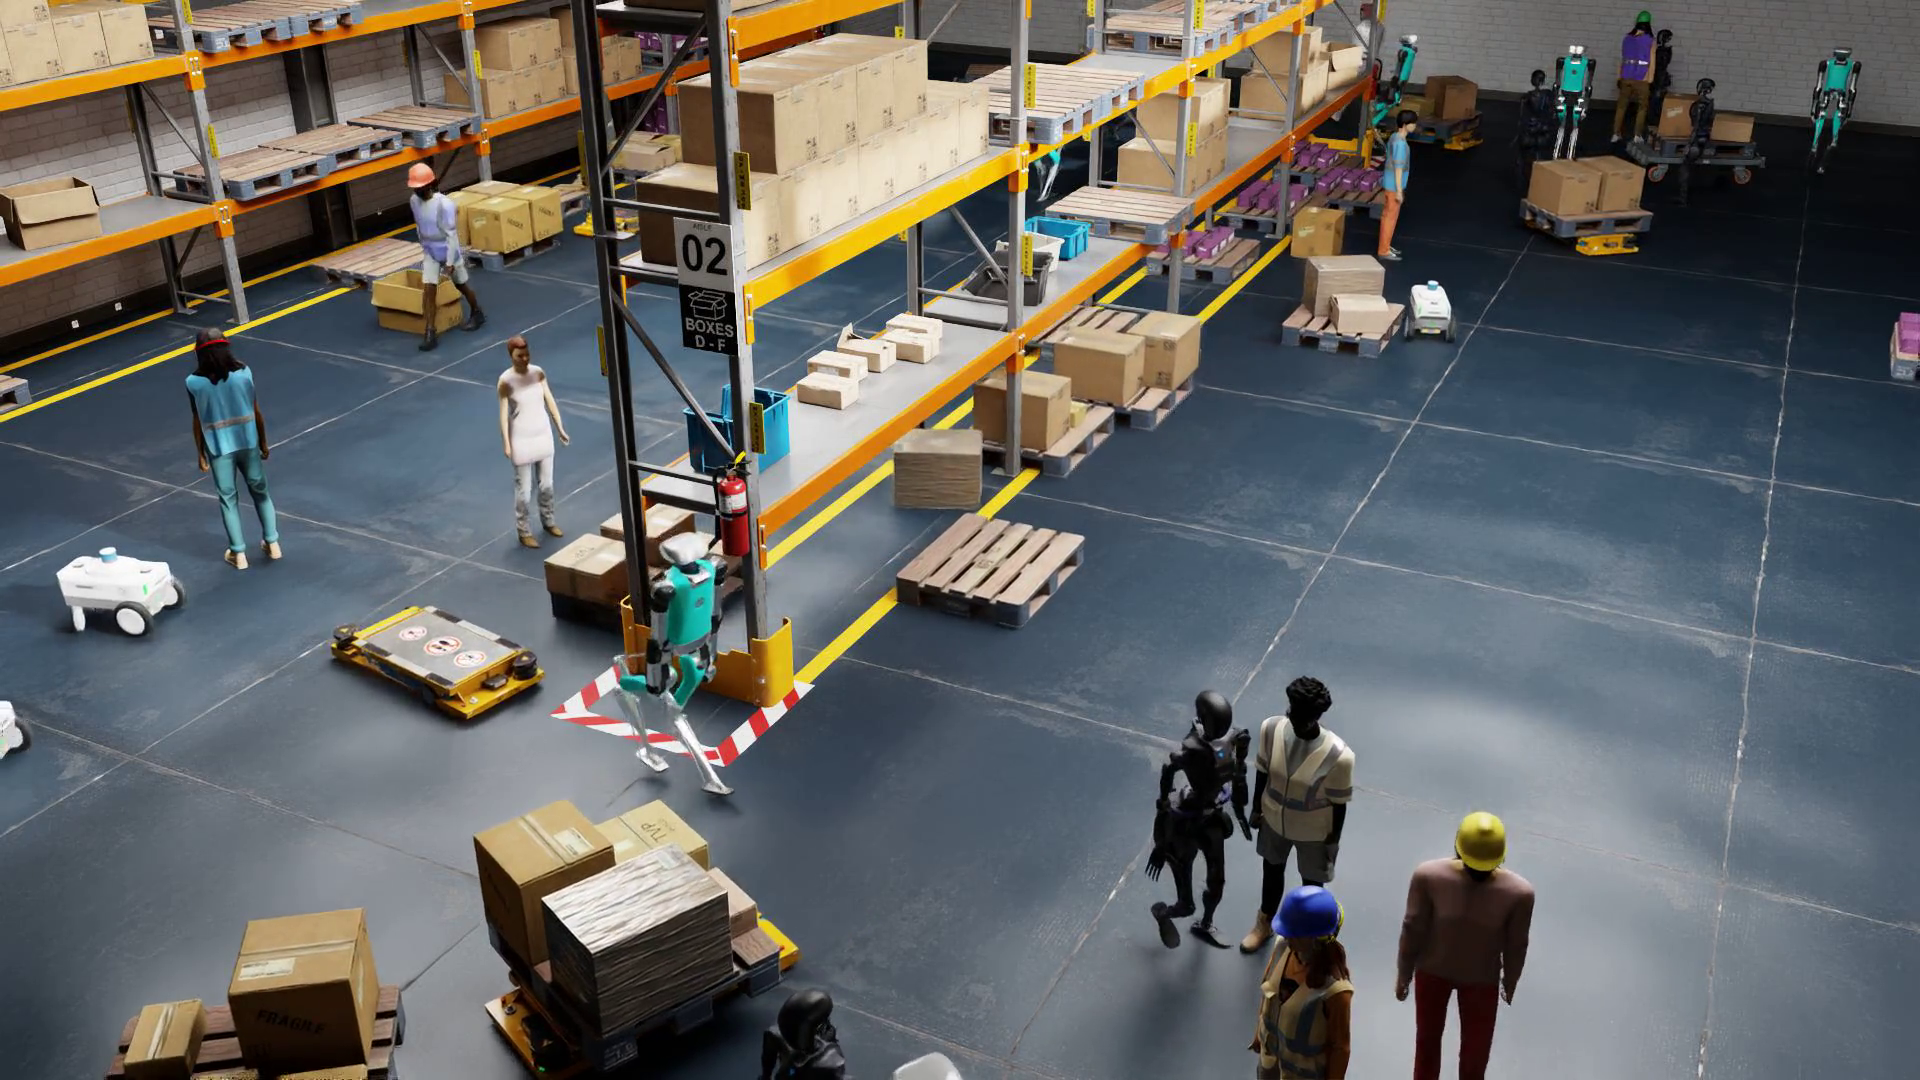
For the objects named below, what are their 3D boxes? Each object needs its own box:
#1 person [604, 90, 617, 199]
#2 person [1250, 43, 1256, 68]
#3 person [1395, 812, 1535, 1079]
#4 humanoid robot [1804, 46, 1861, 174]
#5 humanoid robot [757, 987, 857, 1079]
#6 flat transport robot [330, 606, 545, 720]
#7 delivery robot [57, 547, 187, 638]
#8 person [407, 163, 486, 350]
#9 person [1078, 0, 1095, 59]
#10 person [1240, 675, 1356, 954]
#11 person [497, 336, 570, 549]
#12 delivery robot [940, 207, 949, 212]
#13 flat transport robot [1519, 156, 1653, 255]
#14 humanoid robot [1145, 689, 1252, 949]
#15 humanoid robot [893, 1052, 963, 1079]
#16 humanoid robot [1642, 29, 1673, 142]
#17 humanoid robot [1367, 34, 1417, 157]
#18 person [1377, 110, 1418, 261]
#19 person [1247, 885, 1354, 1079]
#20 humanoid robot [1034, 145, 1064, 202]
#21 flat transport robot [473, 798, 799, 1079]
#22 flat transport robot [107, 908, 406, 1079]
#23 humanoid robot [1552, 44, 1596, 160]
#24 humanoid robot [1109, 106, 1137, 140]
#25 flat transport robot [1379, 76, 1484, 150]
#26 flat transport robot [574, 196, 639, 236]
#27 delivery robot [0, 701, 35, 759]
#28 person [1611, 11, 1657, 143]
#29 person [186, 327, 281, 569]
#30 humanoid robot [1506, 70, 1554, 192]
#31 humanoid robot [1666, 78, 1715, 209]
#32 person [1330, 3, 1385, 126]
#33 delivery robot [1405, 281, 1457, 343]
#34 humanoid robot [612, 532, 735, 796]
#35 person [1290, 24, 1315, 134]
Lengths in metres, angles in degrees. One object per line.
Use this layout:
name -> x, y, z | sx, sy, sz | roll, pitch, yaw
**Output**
person -> -4.596, -5.108, 21.319 | 0.386, 1.845, 0.567 | -4, 27, -9
person -> 4.892, -7.634, 26.391 | 0.554, 1.876, 0.393 | 15, 30, 27
person -> 2.174, 1.906, 7.258 | 0.519, 1.754, 0.387 | 10, 28, 19
humanoid robot -> 12.014, -5.830, 22.961 | 0.554, 1.830, 0.762 | 11, 28, 21
humanoid robot -> -0.550, 2.382, 6.386 | 0.589, 1.657, 0.333 | 20, 32, 34
flat transport robot -> -3.528, 0.786, 11.191 | 1.431, 0.231, 0.659 | 18, 32, 32
delivery robot -> -5.949, 0.336, 11.755 | 0.742, 0.575, 0.514 | 4, 27, 8
person -> -5.263, -2.939, 16.910 | 0.536, 1.880, 0.983 | 8, 28, 16
person -> 2.204, -8.252, 27.735 | 0.519, 1.795, 0.854 | -18, 31, -31
person -> 1.683, 1.414, 8.322 | 0.535, 1.691, 0.318 | 21, 33, 36
person -> -3.277, -0.767, 12.766 | 0.458, 1.655, 0.350 | -24, 35, -39
delivery robot -> -0.508, -4.536, 21.639 | 0.791, 0.614, 0.499 | -17, 31, -31
flat transport robot -> 7.630, -3.779, 20.412 | 0.659, 0.231, 1.431 | -6, 27, -12
humanoid robot -> 1.195, 1.416, 8.337 | 0.616, 1.637, 0.413 | -15, 30, -28
humanoid robot -> -0.251, 2.661, 5.814 | 0.697, 1.832, 0.575 | -16, 31, -29
humanoid robot -> 10.502, -6.831, 25.003 | 0.339, 1.650, 0.602 | 3, 26, 6
humanoid robot -> 6.140, -6.479, 24.211 | 0.850, 1.755, 0.535 | 15, 30, 27
person -> 5.118, -4.160, 19.504 | 0.332, 1.759, 0.497 | 3, 27, 7
person -> 1.357, 2.136, 6.760 | 0.312, 1.777, 0.484 | -14, 29, -25
humanoid robot -> 1.132, -5.262, 21.886 | 0.549, 1.910, 0.722 | 20, 33, 35
flat transport robot -> -1.584, 2.186, 8.363 | 1.431, 0.231, 0.659 | -20, 32, -34
flat transport robot -> -3.109, 2.689, 7.347 | 0.659, 0.231, 1.431 | -5, 27, -10
humanoid robot -> 8.630, -6.164, 23.465 | 0.530, 1.690, 0.739 | 12, 29, 22
humanoid robot -> 2.634, -6.864, 25.084 | 0.688, 1.638, 0.596 | 5, 27, 9
flat transport robot -> 7.107, -6.140, 25.180 | 1.431, 0.231, 0.659 | 21, 33, 36
flat transport robot -> -4.160, -4.089, 21.037 | 0.659, 0.231, 1.431 | 14, 30, 27
delivery robot -> -6.102, 1.184, 10.081 | 0.814, 0.611, 0.499 | 1, 26, 3
person -> 10.108, -6.917, 24.900 | 0.559, 1.911, 0.464 | 23, 34, 38
person -> -5.404, -0.680, 12.362 | 0.495, 1.862, 0.396 | -19, 32, -33
humanoid robot -> 7.628, -5.442, 22.193 | 0.600, 1.635, 0.590 | -10, 28, -19
humanoid robot -> 9.496, -5.147, 21.585 | 0.370, 1.655, 0.592 | 12, 29, 23
person -> 6.236, -7.420, 25.978 | 0.650, 1.856, 0.942 | -12, 29, -23
delivery robot -> 4.877, -2.374, 17.263 | 0.499, 0.606, 0.794 | 4, 27, 7
humanoid robot -> -1.755, 0.691, 9.749 | 0.896, 1.760, 0.530 | 21, 33, 36
person -> 5.017, -6.916, 25.111 | 0.848, 1.712, 0.580 | 5, 27, 10
